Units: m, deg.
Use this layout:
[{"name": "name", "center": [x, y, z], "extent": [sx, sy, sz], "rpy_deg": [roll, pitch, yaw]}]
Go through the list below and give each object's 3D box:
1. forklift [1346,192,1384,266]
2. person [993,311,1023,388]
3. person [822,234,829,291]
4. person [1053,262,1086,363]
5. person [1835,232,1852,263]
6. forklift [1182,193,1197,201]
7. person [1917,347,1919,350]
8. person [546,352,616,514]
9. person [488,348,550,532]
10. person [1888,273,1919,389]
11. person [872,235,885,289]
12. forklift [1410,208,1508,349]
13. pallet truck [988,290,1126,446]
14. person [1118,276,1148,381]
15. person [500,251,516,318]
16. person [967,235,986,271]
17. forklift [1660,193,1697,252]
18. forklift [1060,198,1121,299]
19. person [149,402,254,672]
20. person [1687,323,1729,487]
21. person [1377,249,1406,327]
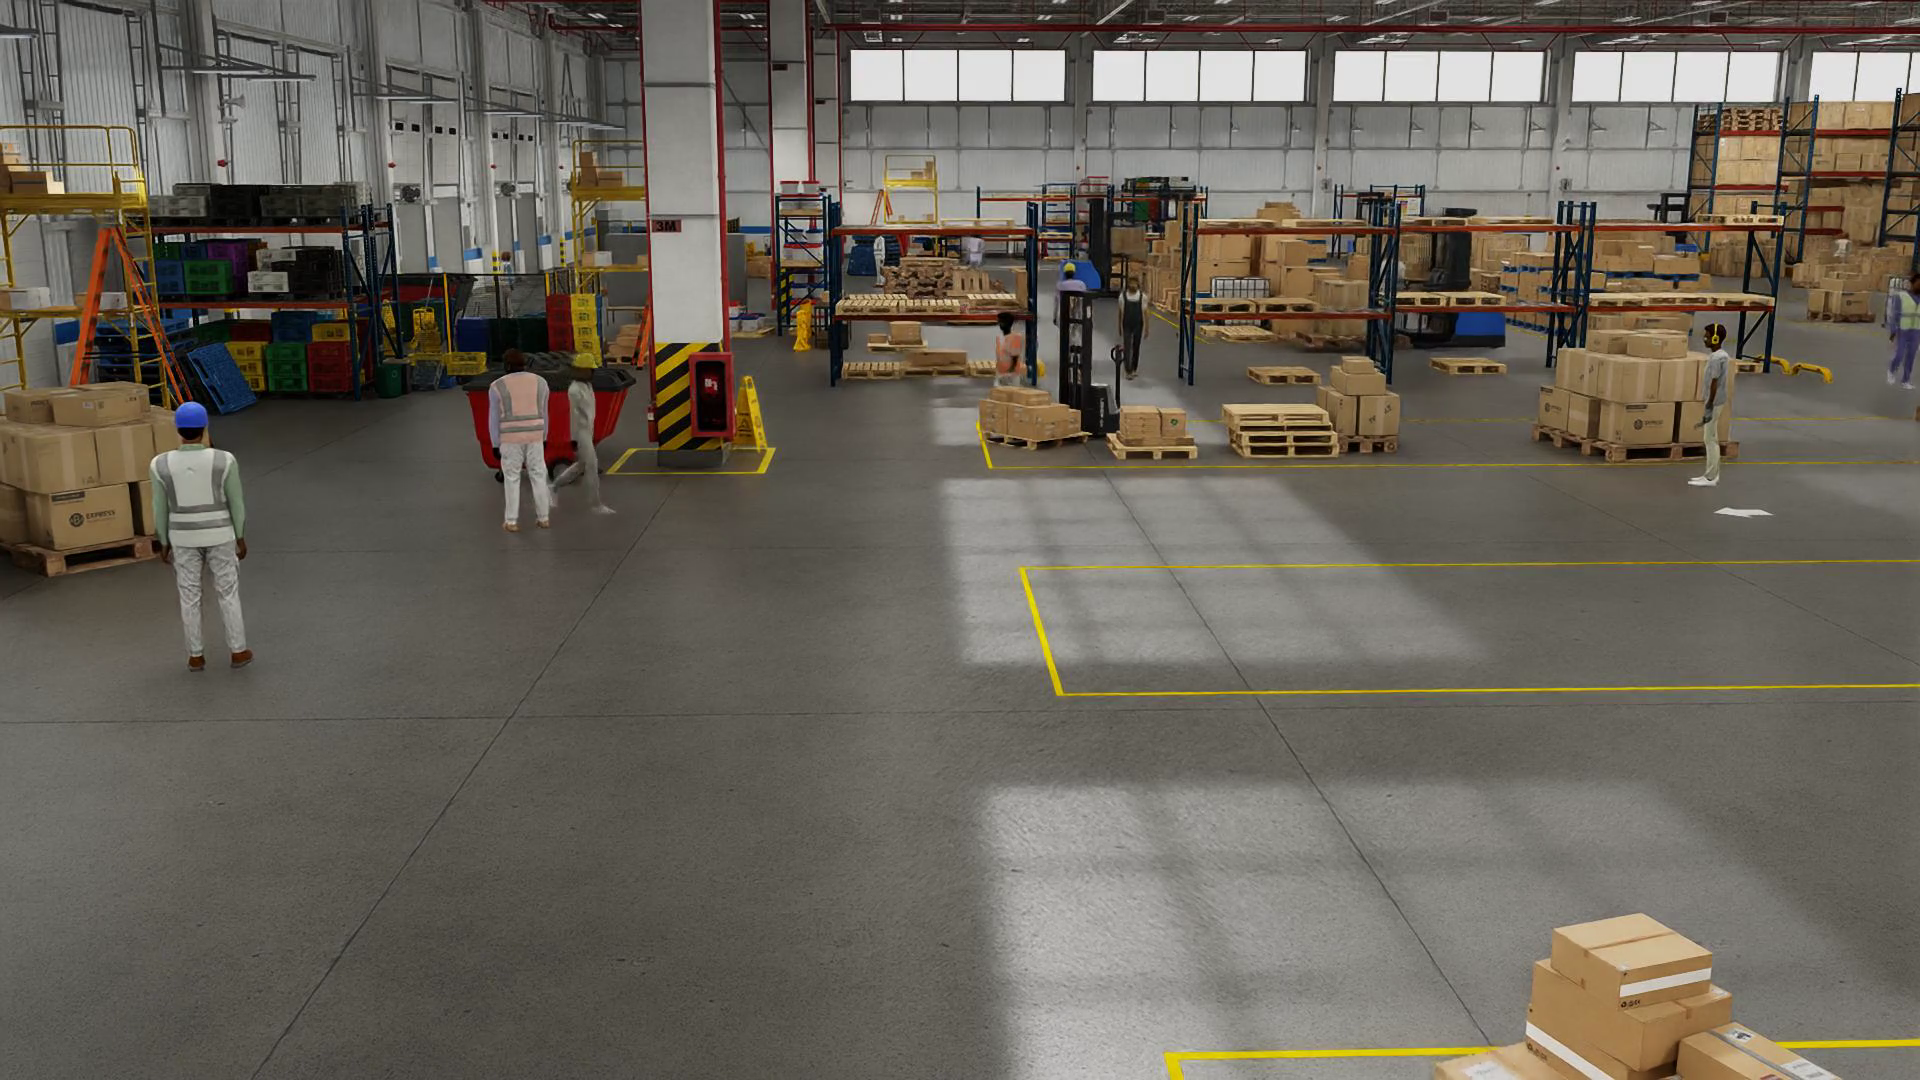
[{"name": "forklift", "center": [14.687, -11.098, 59.826], "extent": [1.129, 2.768, 1.873], "rpy_deg": [0, 12, -2]}, {"name": "person", "center": [0.721, -2.341, 23.019], "extent": [0.653, 1.677, 0.528], "rpy_deg": [-10, 16, -38]}, {"name": "person", "center": [-3.515, -7.247, 44.602], "extent": [0.371, 1.930, 0.551], "rpy_deg": [-6, 14, -27]}, {"name": "person", "center": [2.021, -4.189, 30.825], "extent": [0.604, 1.908, 0.495], "rpy_deg": [0, 12, 0]}, {"name": "person", "center": [29.039, -9.320, 54.725], "extent": [0.868, 1.592, 0.550], "rpy_deg": [-10, 16, -39]}, {"name": "forklift", "center": [7.795, -10.457, 56.936], "extent": [1.873, 2.768, 1.129], "rpy_deg": [3, 13, 13]}, {"name": "person", "center": [19.461, -4.708, 33.355], "extent": [0.542, 1.835, 0.854], "rpy_deg": [-4, 13, -18]}, {"name": "person", "center": [-4.032, -1.126, 17.475], "extent": [0.744, 1.713, 0.485], "rpy_deg": [1, 13, 7]}, {"name": "person", "center": [-4.402, -0.996, 16.627], "extent": [0.621, 1.837, 0.430], "rpy_deg": [-8, 15, -33]}, {"name": "person", "center": [15.755, -3.471, 27.605], "extent": [0.623, 1.906, 0.451], "rpy_deg": [-1, 13, -3]}, {"name": "person", "center": [-2.487, -8.686, 51.209], "extent": [0.357, 1.883, 0.573], "rpy_deg": [-5, 13, -22]}, {"name": "forklift", "center": [10.044, -5.299, 33.645], "extent": [1.873, 2.768, 1.129], "rpy_deg": [0, 12, -2]}, {"name": "pallet truck", "center": [1.257, -2.299, 22.111], "extent": [1.885, 1.965, 0.823], "rpy_deg": [-9, 15, -35]}, {"name": "person", "center": [2.999, -3.693, 28.888], "extent": [0.519, 1.801, 0.989], "rpy_deg": [0, 12, 1]}, {"name": "person", "center": [-11.123, -6.257, 40.822], "extent": [0.312, 1.632, 0.520], "rpy_deg": [-10, 16, -37]}, {"name": "person", "center": [0.545, -8.472, 50.164], "extent": [0.565, 1.912, 0.660], "rpy_deg": [6, 14, 25]}, {"name": "forklift", "center": [24.757, -10.641, 57.764], "extent": [1.129, 2.768, 1.873], "rpy_deg": [0, 12, -2]}, {"name": "forklift", "center": [3.796, -8.210, 46.791], "extent": [1.873, 2.768, 1.129], "rpy_deg": [0, 12, -2]}, {"name": "person", "center": [-5.430, -0.019, 11.925], "extent": [0.602, 1.949, 0.395], "rpy_deg": [-3, 13, -15]}, {"name": "person", "center": [8.571, -1.533, 18.982], "extent": [0.328, 1.861, 0.503], "rpy_deg": [6, 14, 25]}, {"name": "person", "center": [9.571, -5.564, 37.038], "extent": [0.643, 1.919, 0.693], "rpy_deg": [3, 13, 13]}]
